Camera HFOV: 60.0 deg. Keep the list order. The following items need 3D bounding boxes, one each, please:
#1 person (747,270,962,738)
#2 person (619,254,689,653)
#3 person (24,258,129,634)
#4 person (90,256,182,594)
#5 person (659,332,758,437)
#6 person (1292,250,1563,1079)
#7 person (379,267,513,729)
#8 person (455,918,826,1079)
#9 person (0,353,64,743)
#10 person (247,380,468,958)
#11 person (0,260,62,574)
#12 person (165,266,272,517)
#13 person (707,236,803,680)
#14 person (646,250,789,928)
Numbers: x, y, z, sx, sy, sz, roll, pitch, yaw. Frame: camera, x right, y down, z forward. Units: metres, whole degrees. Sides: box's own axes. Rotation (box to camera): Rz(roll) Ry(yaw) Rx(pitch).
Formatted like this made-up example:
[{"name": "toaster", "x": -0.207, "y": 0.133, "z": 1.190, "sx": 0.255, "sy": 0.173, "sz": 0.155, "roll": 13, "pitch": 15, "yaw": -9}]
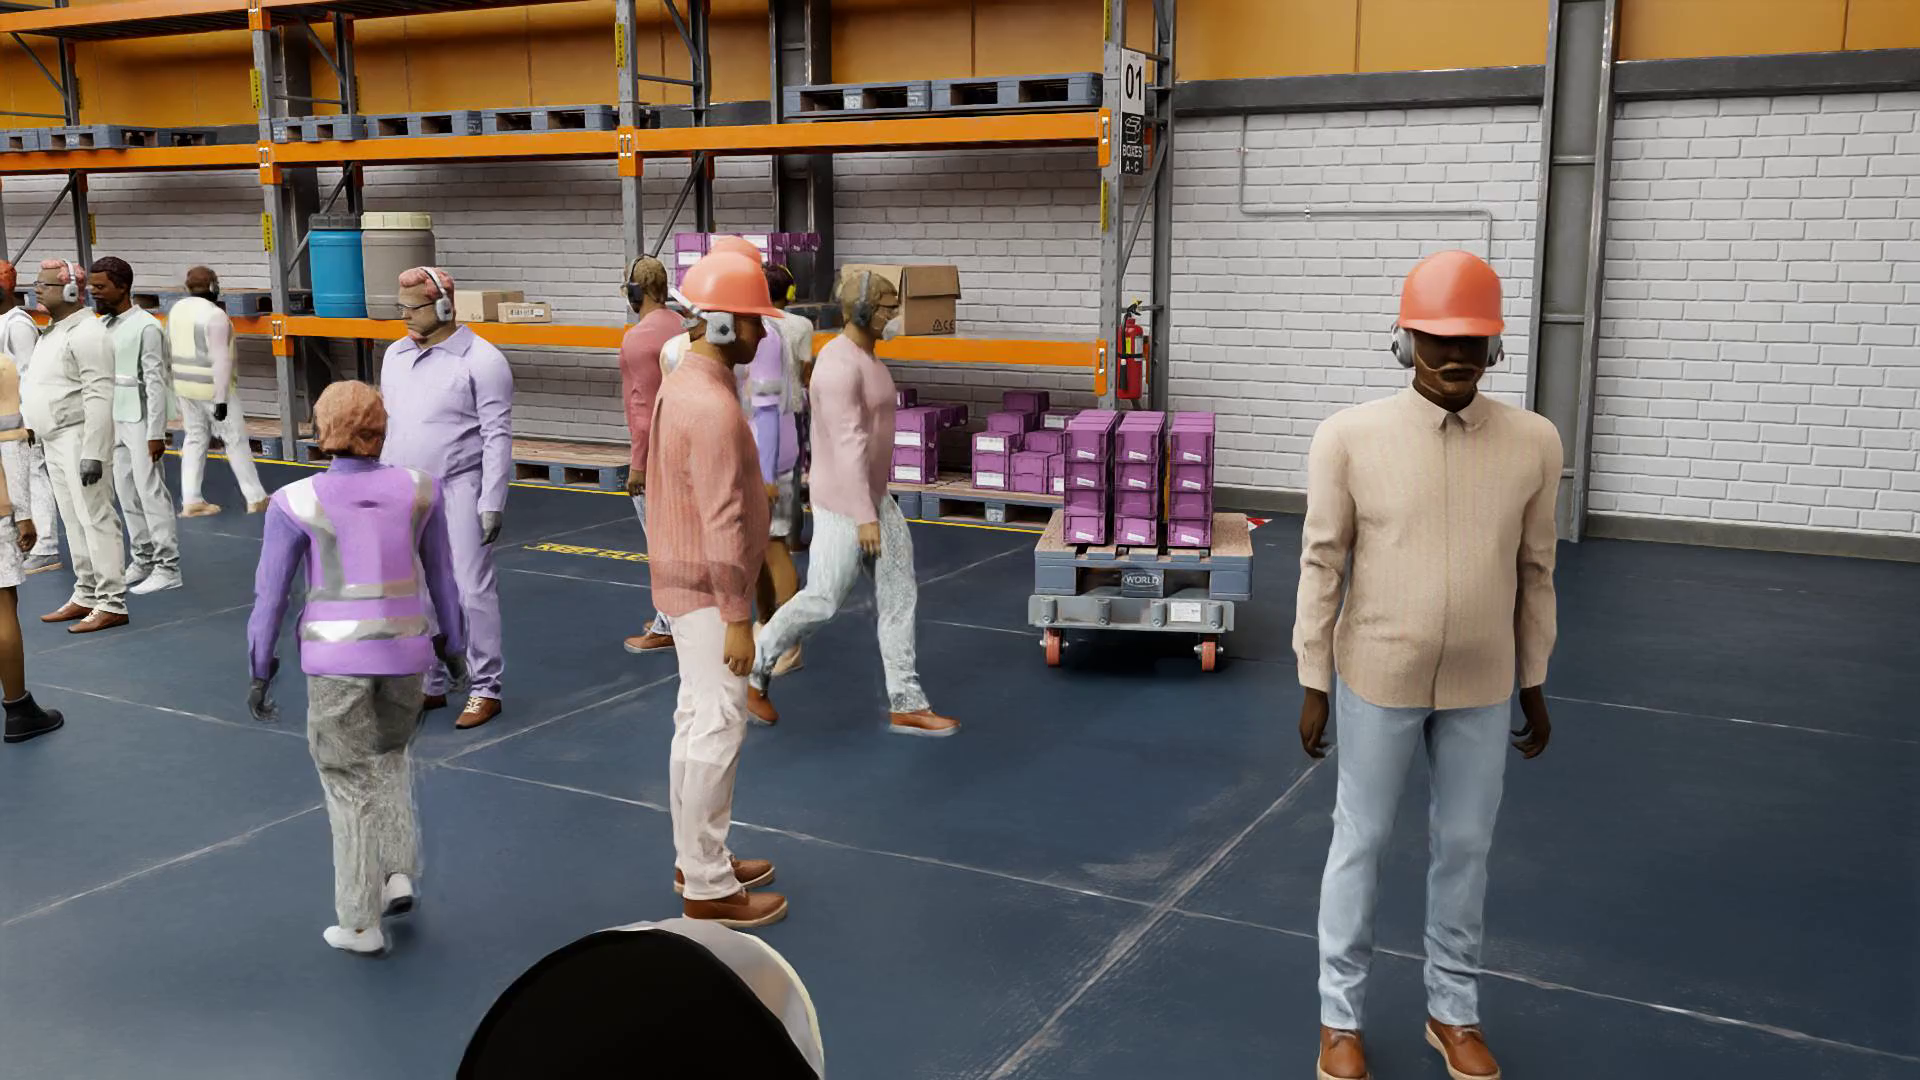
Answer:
[{"name": "person", "x": -0.498, "y": -0.140, "z": 6.744, "sx": 0.963, "sy": 1.904, "sz": 0.637, "roll": 3, "pitch": 11, "yaw": 16}, {"name": "person", "x": -1.470, "y": -0.412, "z": 8.118, "sx": 0.379, "sy": 1.937, "sz": 0.629, "roll": 2, "pitch": 11, "yaw": 11}, {"name": "person", "x": -4.578, "y": -0.484, "z": 8.584, "sx": 0.642, "sy": 1.913, "sz": 0.409, "roll": 10, "pitch": 14, "yaw": 43}, {"name": "person", "x": -4.714, "y": -0.655, "z": 9.523, "sx": 0.601, "sy": 1.913, "sz": 0.386, "roll": 7, "pitch": 13, "yaw": 35}, {"name": "person", "x": -1.092, "y": -0.317, "z": 7.638, "sx": 0.550, "sy": 1.925, "sz": 0.384, "roll": 3, "pitch": 11, "yaw": 18}, {"name": "person", "x": 1.098, "y": 0.327, "z": 3.912, "sx": 0.623, "sy": 1.990, "sz": 0.401, "roll": 0, "pitch": 10, "yaw": -2}, {"name": "person", "x": -2.162, "y": -0.170, "z": 6.891, "sx": 0.636, "sy": 1.902, "sz": 0.406, "roll": 4, "pitch": 11, "yaw": 23}, {"name": "person", "x": -0.205, "y": 0.883, "z": 0.938, "sx": 0.367, "sy": 1.965, "sz": 0.607, "roll": 3, "pitch": 11, "yaw": 17}, {"name": "person", "x": -3.961, "y": -0.139, "z": 6.643, "sx": 0.547, "sy": 1.928, "sz": 0.385, "roll": 0, "pitch": 10, "yaw": -1}, {"name": "person", "x": -1.704, "y": 0.361, "z": 4.715, "sx": 0.613, "sy": 1.619, "sz": 0.407, "roll": -9, "pitch": 14, "yaw": -42}, {"name": "person", "x": -5.693, "y": -0.736, "z": 10.039, "sx": 0.359, "sy": 1.884, "sz": 0.573, "roll": -9, "pitch": 13, "yaw": -39}, {"name": "person", "x": -5.411, "y": -1.075, "z": 12.129, "sx": 0.635, "sy": 1.799, "sz": 0.739, "roll": 5, "pitch": 12, "yaw": 28}, {"name": "person", "x": -0.975, "y": -0.369, "z": 7.651, "sx": 0.456, "sy": 2.029, "sz": 0.656, "roll": -3, "pitch": 11, "yaw": -15}, {"name": "person", "x": -0.707, "y": 0.153, "z": 4.898, "sx": 0.413, "sy": 1.984, "sz": 0.624, "roll": -3, "pitch": 11, "yaw": -18}]
